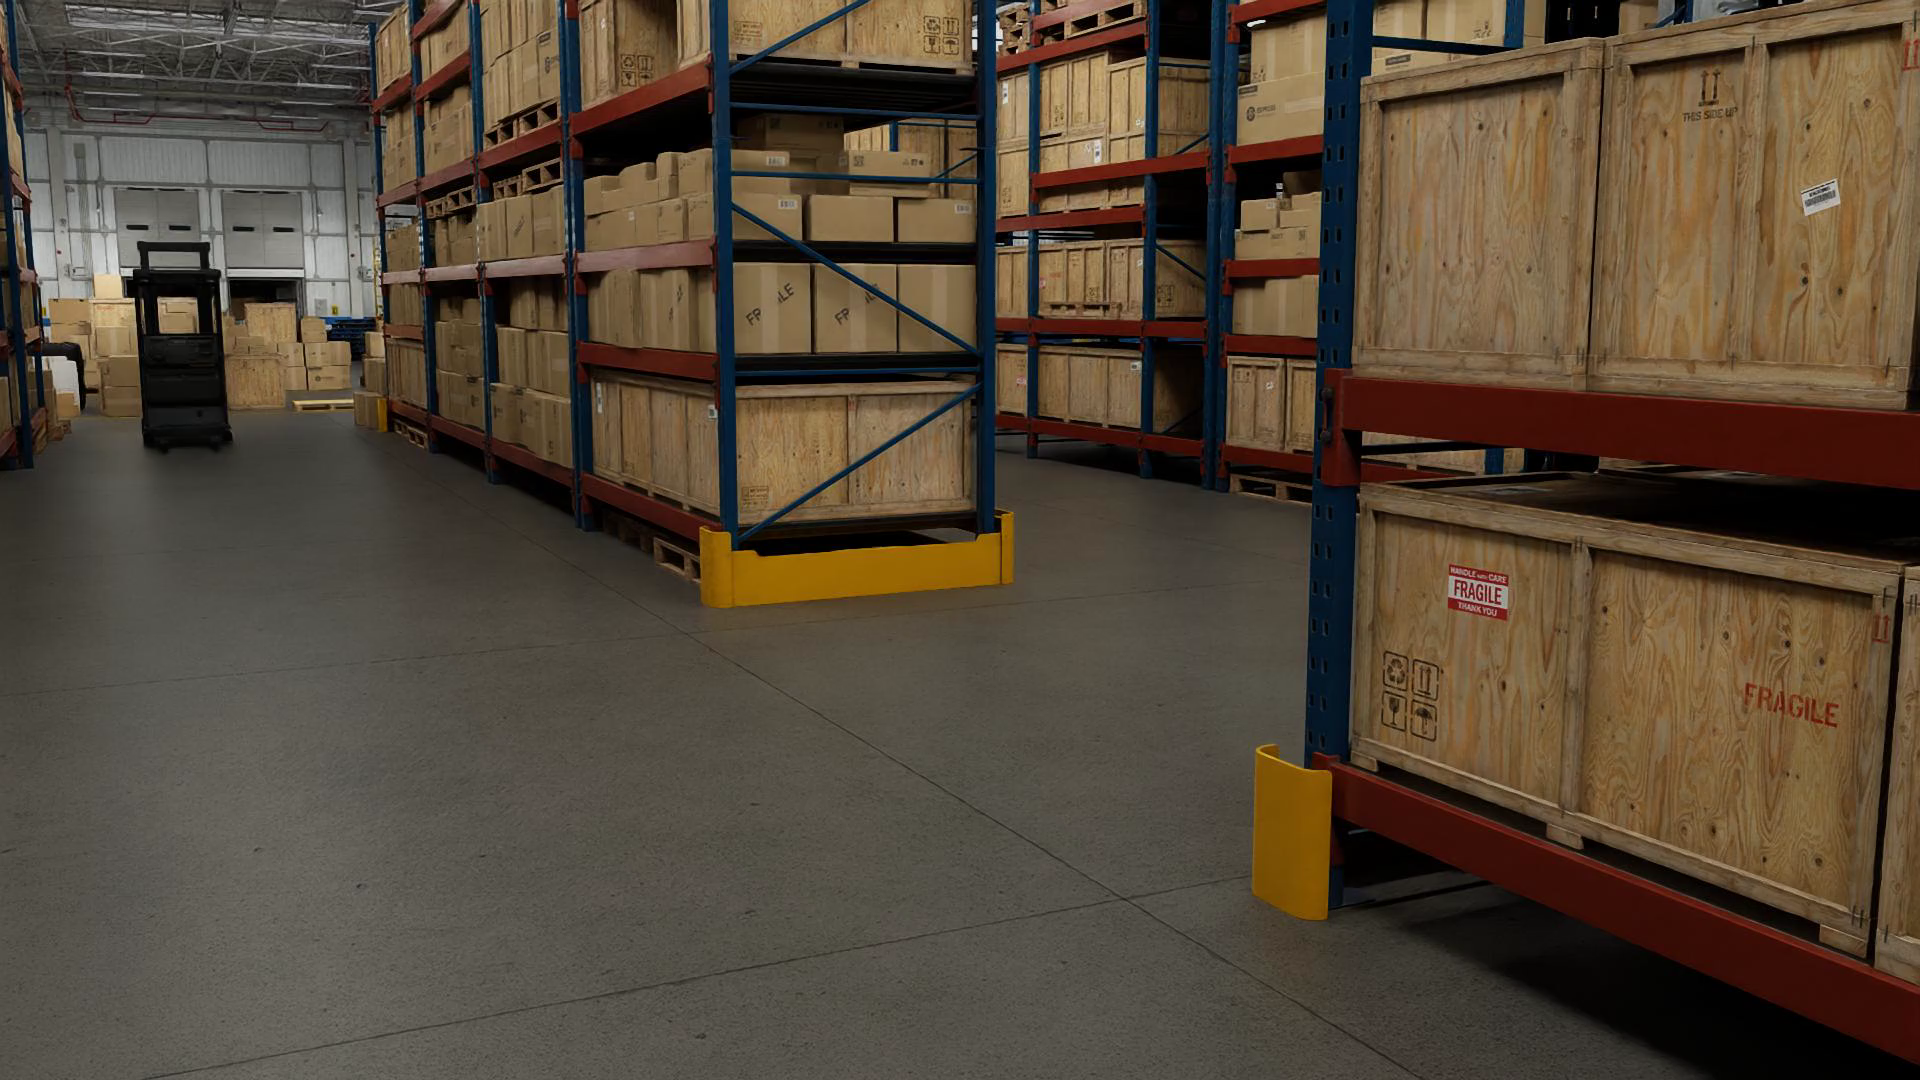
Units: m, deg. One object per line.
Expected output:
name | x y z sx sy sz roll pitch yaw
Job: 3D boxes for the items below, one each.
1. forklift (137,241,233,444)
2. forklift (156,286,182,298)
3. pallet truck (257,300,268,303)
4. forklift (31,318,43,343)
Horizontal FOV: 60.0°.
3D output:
forklift | -11.065 -2.828 23.589 1.129 2.768 1.873 -4 9 -26
forklift | -25.023 -7.020 52.496 1.873 2.768 1.129 6 10 35
pallet truck | -23.913 -7.404 58.171 1.885 1.965 0.823 -1 8 -9
forklift | -30.587 -7.279 54.283 1.129 2.768 1.873 -4 9 -26
